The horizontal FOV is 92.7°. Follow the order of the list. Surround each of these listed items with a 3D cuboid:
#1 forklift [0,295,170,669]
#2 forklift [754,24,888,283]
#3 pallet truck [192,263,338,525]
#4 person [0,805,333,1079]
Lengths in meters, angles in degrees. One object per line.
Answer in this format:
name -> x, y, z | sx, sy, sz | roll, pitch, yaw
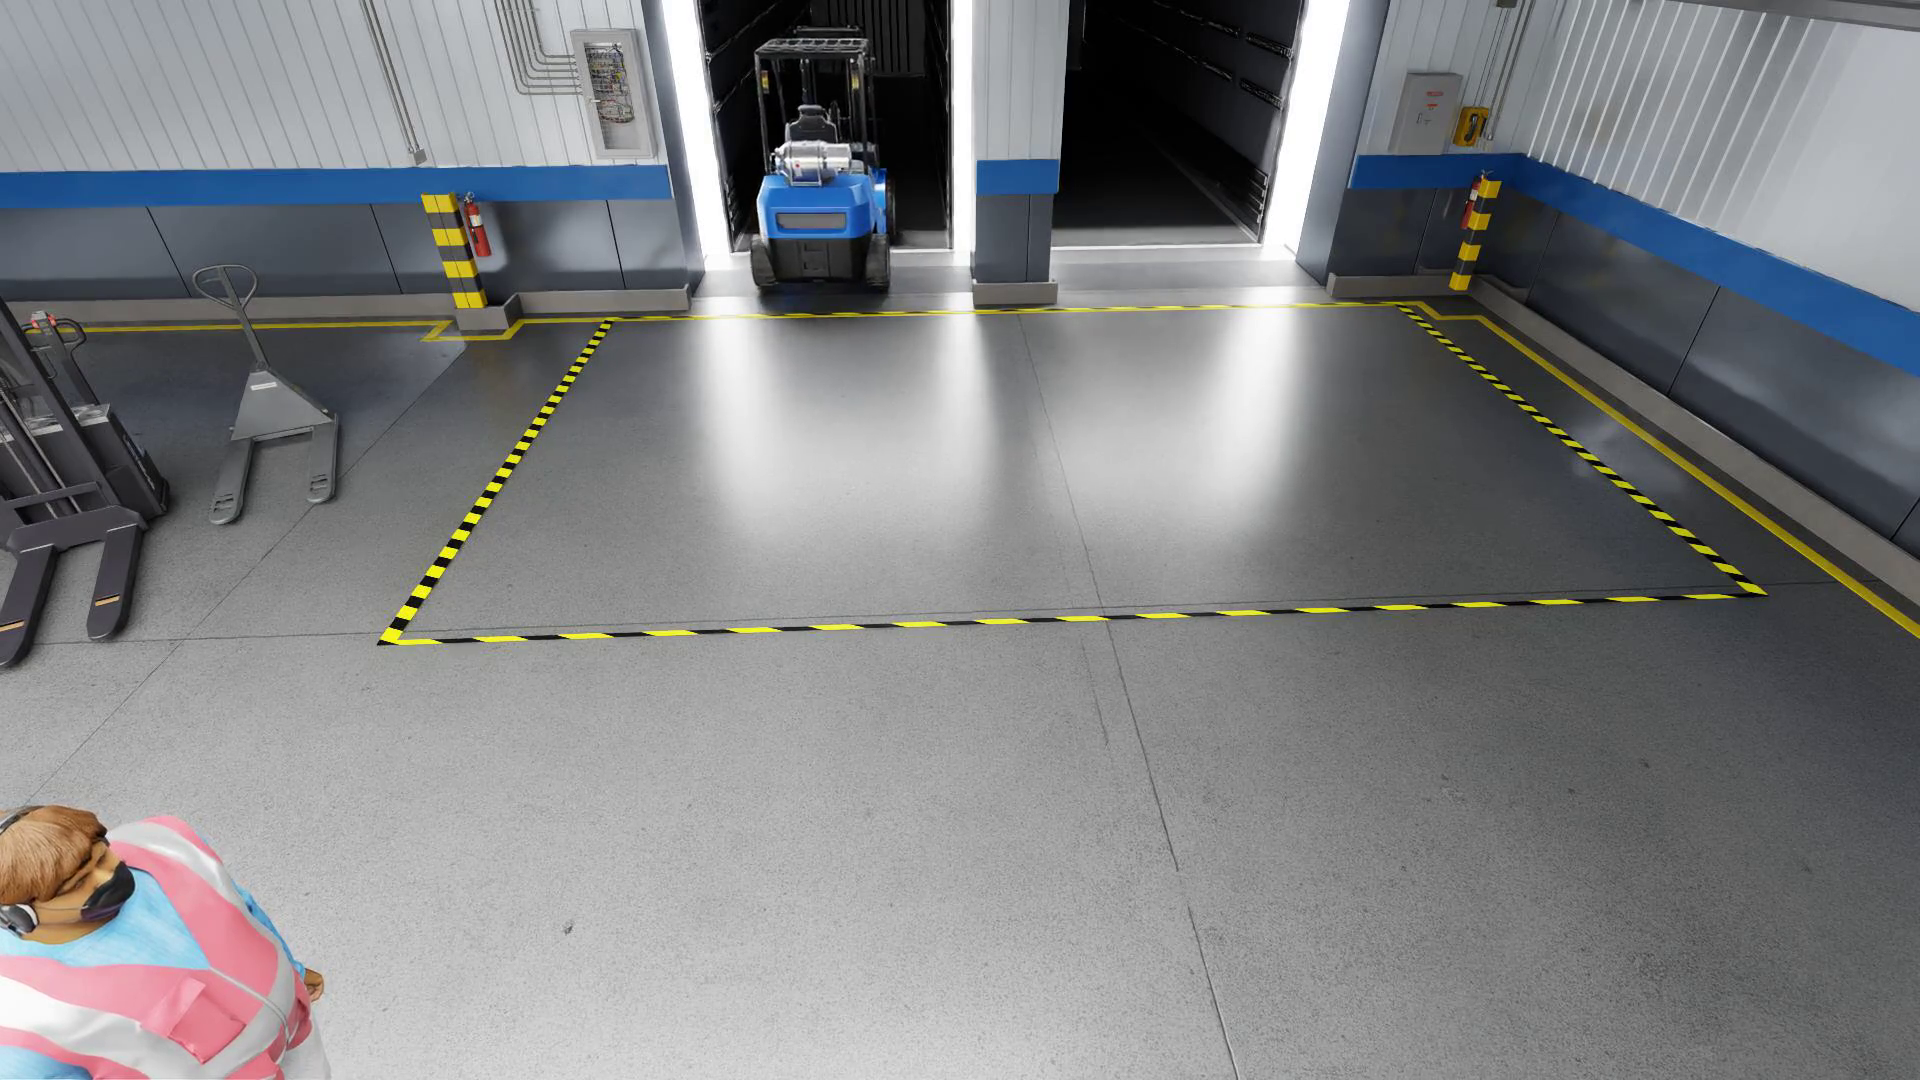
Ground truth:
forklift -> -5.212, -0.618, 4.878 | 0.823, 1.965, 1.885 | -20, 39, -26
forklift -> -1.408, -4.075, 9.515 | 1.157, 2.036, 2.680 | 0, 35, 0
pallet truck -> -4.778, -1.027, 6.128 | 0.680, 1.201, 1.601 | -17, 38, -23
person -> -1.812, 1.293, 2.267 | 0.429, 1.844, 0.626 | -2, 35, -3
